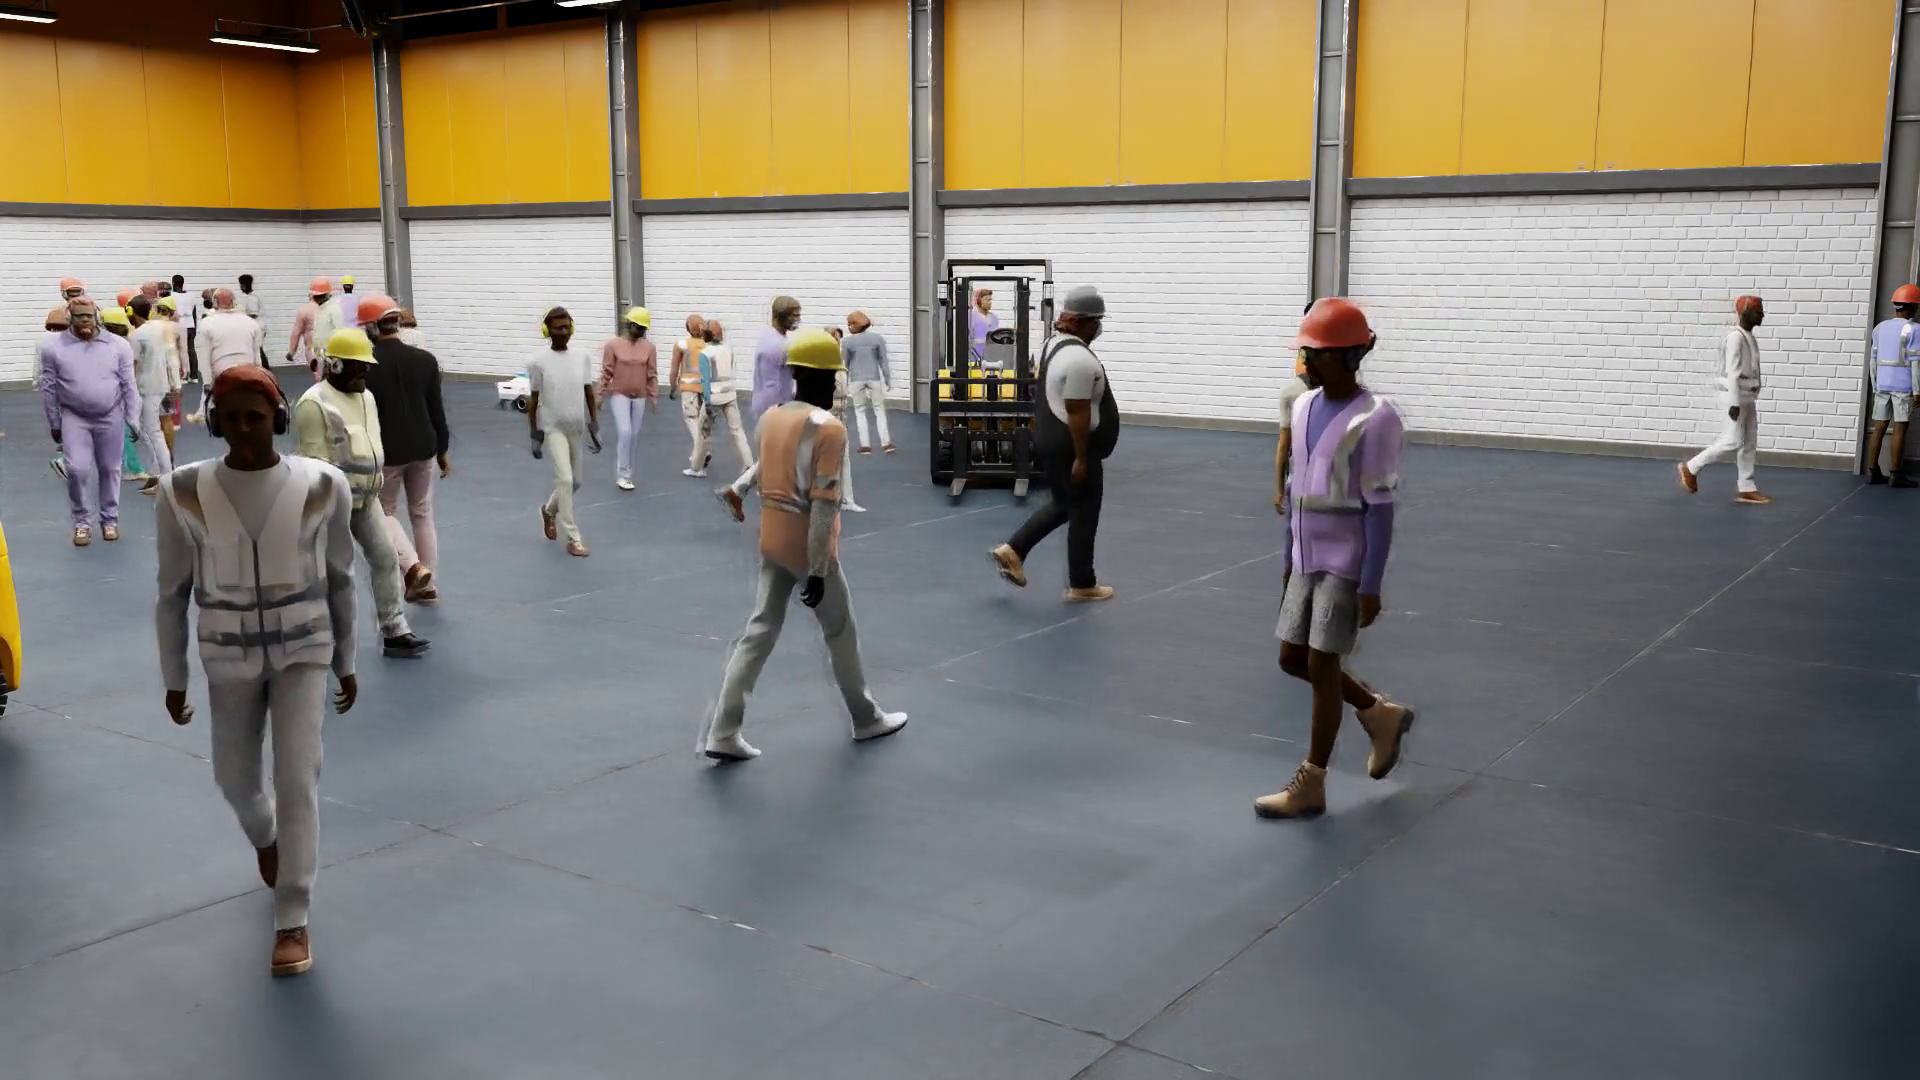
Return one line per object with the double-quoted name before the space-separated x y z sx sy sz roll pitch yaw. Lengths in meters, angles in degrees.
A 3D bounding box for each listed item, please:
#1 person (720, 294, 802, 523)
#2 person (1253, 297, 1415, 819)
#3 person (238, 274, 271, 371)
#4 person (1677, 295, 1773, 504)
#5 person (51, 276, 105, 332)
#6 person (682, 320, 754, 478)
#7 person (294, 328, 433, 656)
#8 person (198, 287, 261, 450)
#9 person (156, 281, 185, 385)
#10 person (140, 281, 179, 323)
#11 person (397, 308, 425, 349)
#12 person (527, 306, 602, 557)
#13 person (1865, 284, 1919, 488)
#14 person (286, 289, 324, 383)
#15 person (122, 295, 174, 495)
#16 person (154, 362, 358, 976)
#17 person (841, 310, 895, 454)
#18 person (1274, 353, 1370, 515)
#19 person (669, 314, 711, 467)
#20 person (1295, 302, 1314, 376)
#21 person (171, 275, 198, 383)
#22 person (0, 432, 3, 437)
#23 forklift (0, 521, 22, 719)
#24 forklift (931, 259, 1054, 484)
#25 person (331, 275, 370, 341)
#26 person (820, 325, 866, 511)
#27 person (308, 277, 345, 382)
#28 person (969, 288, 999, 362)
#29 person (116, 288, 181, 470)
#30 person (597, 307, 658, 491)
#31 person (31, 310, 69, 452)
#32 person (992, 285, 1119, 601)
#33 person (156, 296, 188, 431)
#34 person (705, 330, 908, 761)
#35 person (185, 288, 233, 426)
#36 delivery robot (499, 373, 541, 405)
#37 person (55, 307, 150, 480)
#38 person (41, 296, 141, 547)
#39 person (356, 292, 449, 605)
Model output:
"person" -1.542 -0.983 13.117 0.659 1.907 0.682 0 10 -1
"person" 1.494 0.074 6.467 0.683 2.028 0.623 -4 10 -22
"person" -12.692 -3.820 29.947 0.500 1.923 0.642 -5 11 -25
"person" 6.932 -1.263 14.915 0.719 1.867 0.585 8 13 41
"person" -10.568 -2.163 19.919 0.512 1.974 0.634 9 13 42
"person" -2.369 -1.377 16.406 0.895 1.587 0.516 7 12 37
"person" -3.220 -0.227 8.941 0.813 1.791 0.630 3 10 17
"person" -7.631 -1.700 17.465 0.662 1.888 0.529 -9 13 -42
"person" -13.708 -3.545 28.685 0.715 1.802 0.651 -5 11 -28
"person" -10.658 -2.465 21.998 0.664 1.882 0.646 -7 12 -35
"person" -6.812 -2.053 20.442 0.498 1.593 0.862 1 10 6
"person" -2.977 -0.827 12.395 0.514 1.844 0.845 -8 12 -39
"person" 8.976 -1.467 15.905 0.358 1.936 0.552 -3 10 -18
"person" -8.687 -2.535 22.544 1.028 1.849 0.637 6 11 33
"person" -7.529 -1.322 15.312 0.553 1.844 0.548 -1 10 -7
"person" -2.199 0.364 5.255 0.579 1.861 0.780 -3 10 -18
"person" -1.060 -1.770 18.681 0.561 1.604 0.408 -2 10 -11
"person" 2.051 -0.313 9.392 0.550 1.821 0.637 2 10 10
"person" -2.770 -1.576 17.538 0.514 1.608 0.787 -6 11 -33
"person" 4.062 -1.921 19.346 0.317 1.693 0.536 2 10 11
"person" -13.738 -3.721 29.391 0.392 1.919 0.592 4 10 23
"person" -11.918 -2.123 20.146 0.433 1.834 0.623 -1 10 -3
"forklift" -5.296 -0.090 6.943 1.214 2.155 2.313 7 12 35
"forklift" 0.370 -1.738 16.759 1.214 2.155 2.313 1 10 3
"person" -10.254 -3.493 28.002 0.594 1.924 0.382 -5 11 -27
"person" -1.145 -1.031 14.320 0.535 1.654 0.527 5 11 26
"person" -7.824 -2.227 20.377 0.750 1.951 0.710 -8 12 -39
"person" 0.255 -2.247 20.891 0.815 1.821 0.576 8 13 41
"person" -8.065 -1.545 16.496 0.578 1.891 0.704 -6 11 -30
"person" -3.097 -1.324 15.683 0.586 1.718 0.642 -6 11 -33
"person" -10.213 -1.805 18.900 0.632 1.597 0.613 9 13 44
"person" 0.648 -0.618 10.544 0.739 2.000 0.701 -3 10 -15
"person" -9.921 -2.178 20.786 0.530 1.720 0.883 -5 11 -26
"person" -0.703 0.028 7.242 1.031 1.875 0.599 -9 13 -43
"person" -9.705 -2.369 21.685 0.883 1.799 0.641 3 10 19
"delivery robot" -6.280 -2.159 23.859 0.707 0.478 0.477 6 11 31
"person" -8.362 -1.403 16.187 0.844 1.727 0.530 -4 10 -21
"person" -6.611 -0.905 12.702 0.649 1.884 0.663 -6 11 -30
"person" -3.447 -0.542 10.294 0.649 1.967 0.584 -8 12 -40
